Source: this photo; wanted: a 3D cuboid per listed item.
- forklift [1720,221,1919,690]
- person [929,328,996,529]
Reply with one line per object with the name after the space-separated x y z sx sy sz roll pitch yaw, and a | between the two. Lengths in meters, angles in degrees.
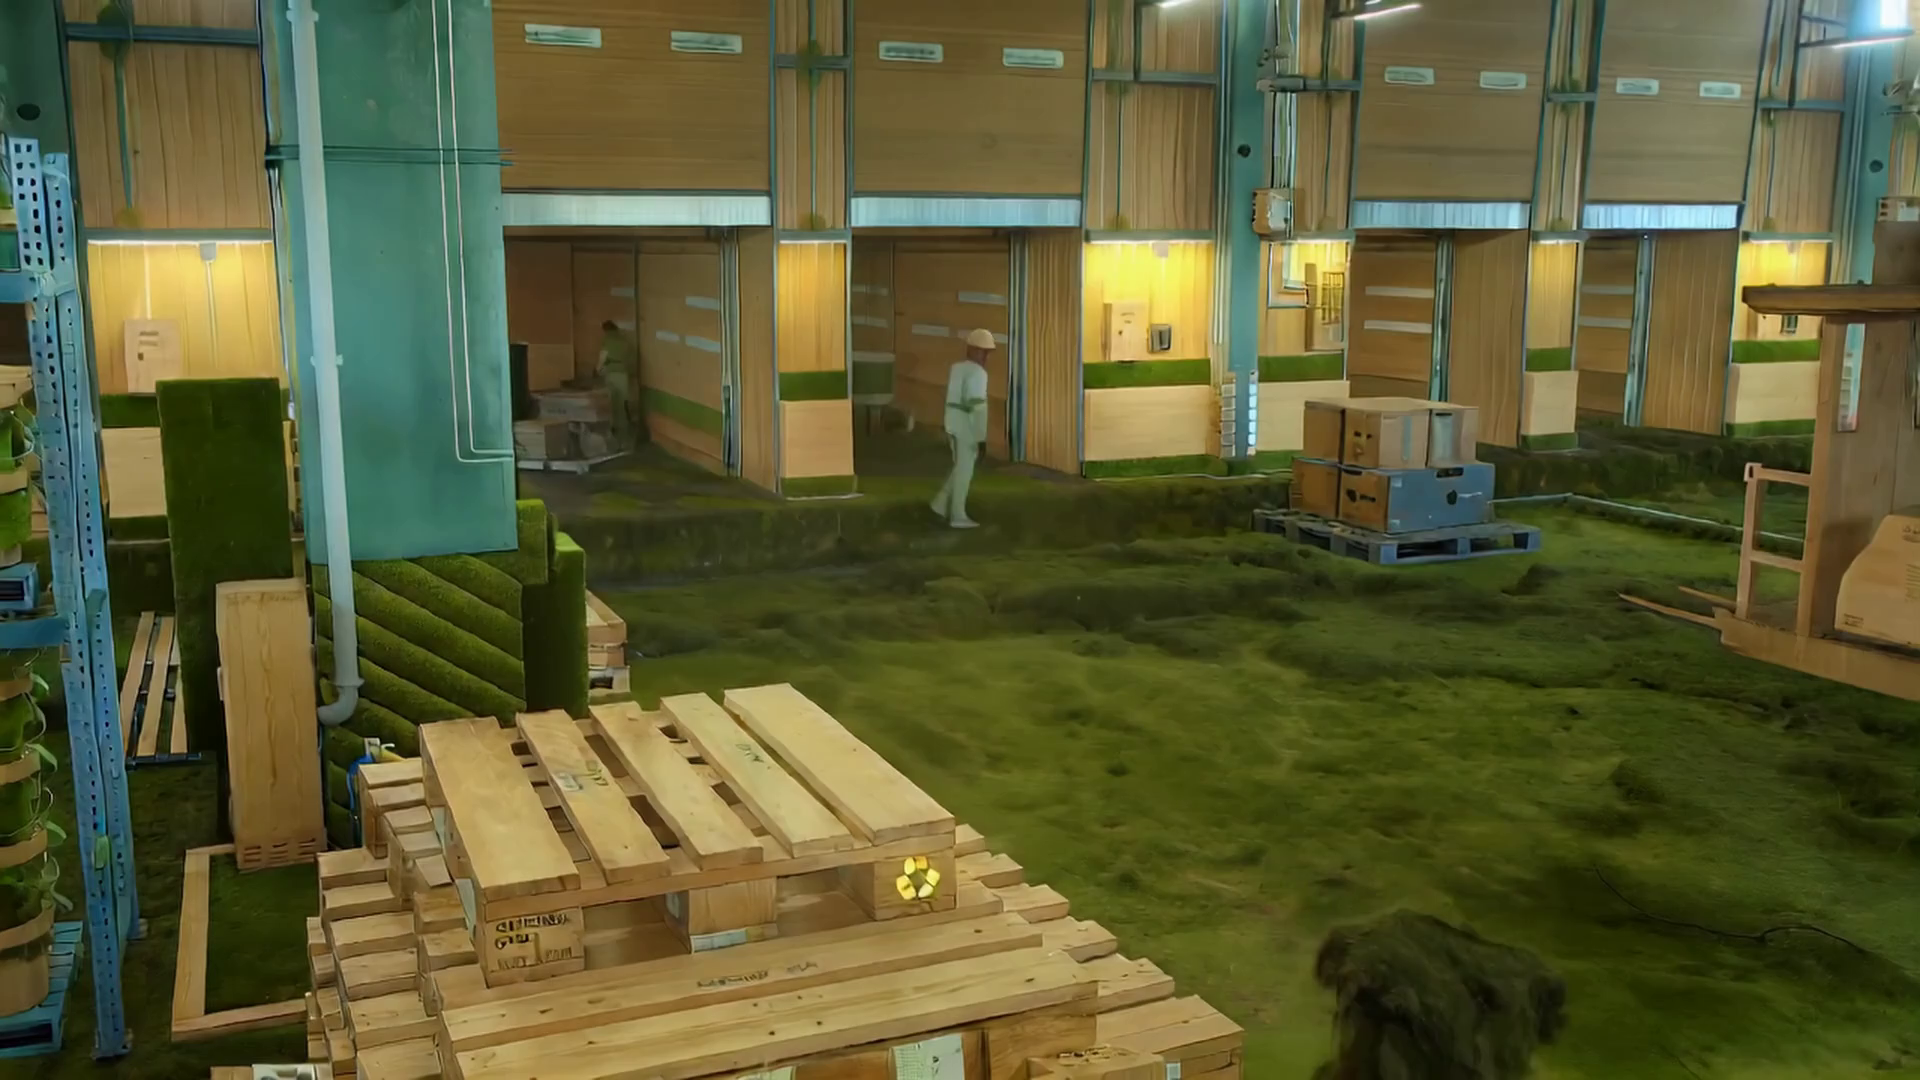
5.949 -0.550 10.218 1.129 2.768 1.873 -4 11 -23 | forklift
0.075 -1.039 15.626 0.531 1.900 0.605 -5 11 -24 | person
